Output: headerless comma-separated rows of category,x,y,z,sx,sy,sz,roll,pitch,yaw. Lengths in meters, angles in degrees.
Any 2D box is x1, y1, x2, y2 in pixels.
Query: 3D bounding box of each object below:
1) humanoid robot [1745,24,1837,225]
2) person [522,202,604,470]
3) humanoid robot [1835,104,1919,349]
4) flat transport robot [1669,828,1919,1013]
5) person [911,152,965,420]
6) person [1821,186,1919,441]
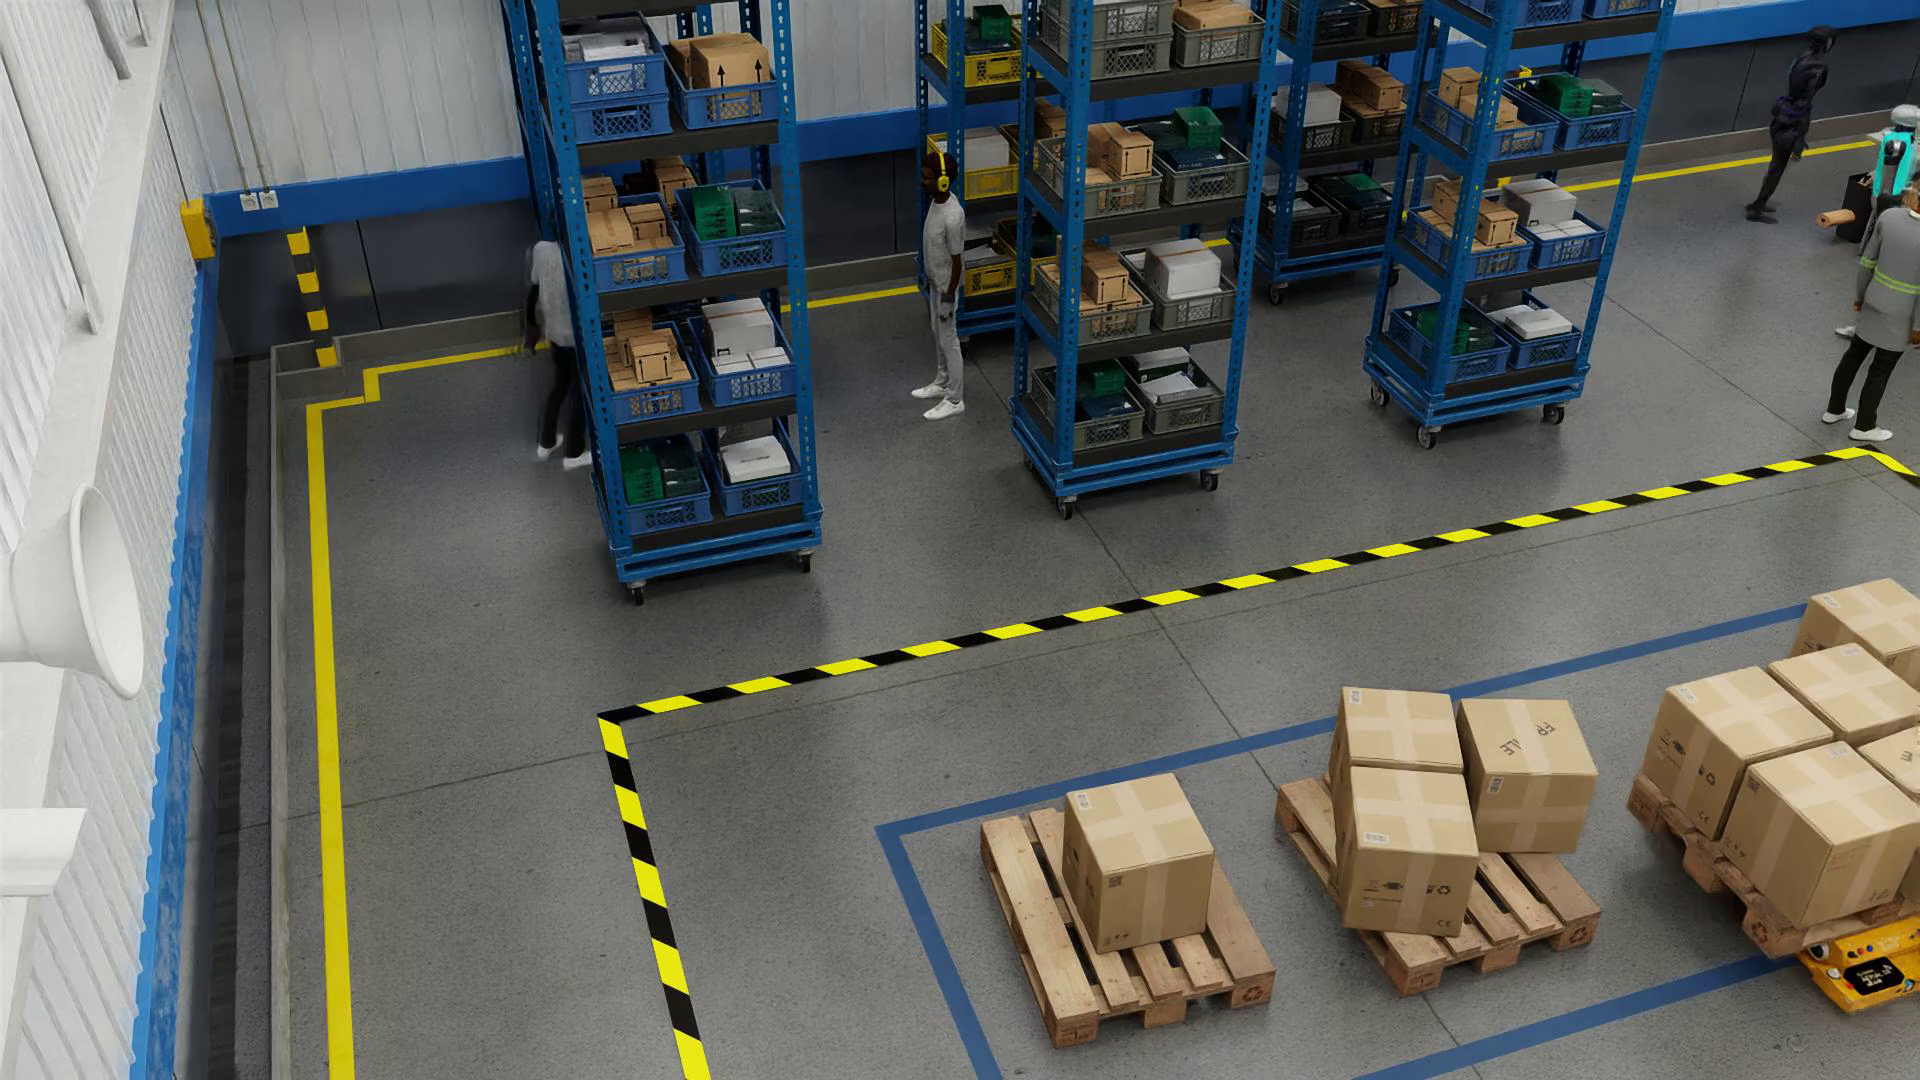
humanoid robot,6.848,-3.427,13.686,0.320,1.659,0.602,6,36,9
person,-2.462,-1.276,10.508,0.564,1.829,0.440,22,41,28
humanoid robot,6.805,-2.130,11.878,0.836,1.870,0.555,19,39,25
flat transport robot,3.948,1.544,7.842,0.652,0.197,1.431,-11,37,-15
person,-0.136,-1.688,11.060,0.329,1.872,0.509,-9,36,-13
person,6.092,-1.522,10.840,0.395,1.853,0.588,-10,37,-14
